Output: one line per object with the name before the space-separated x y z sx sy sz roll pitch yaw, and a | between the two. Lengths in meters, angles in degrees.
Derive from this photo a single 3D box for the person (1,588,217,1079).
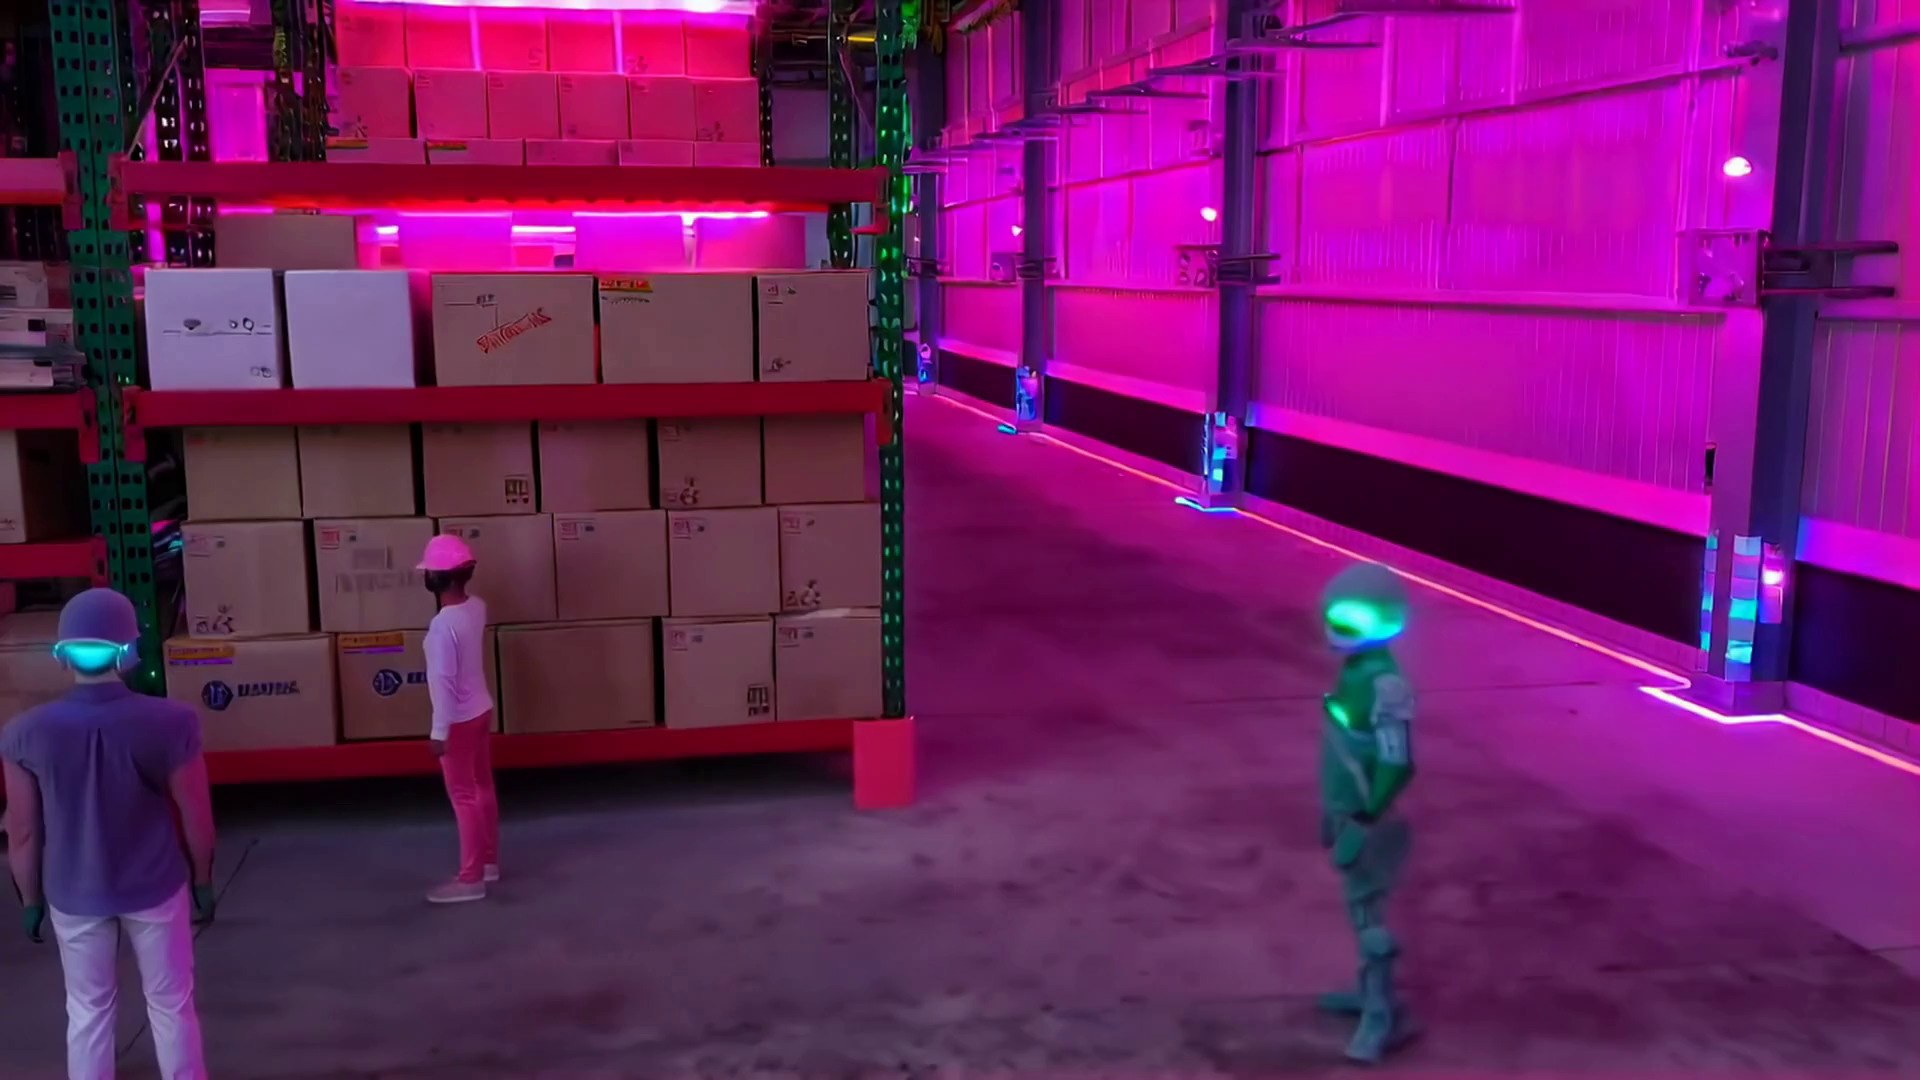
person | -2.784 1.145 5.508 0.611 1.996 0.387 -3 10 -16

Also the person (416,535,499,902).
person | -2.424 0.851 8.003 0.313 1.769 0.523 1 9 3
